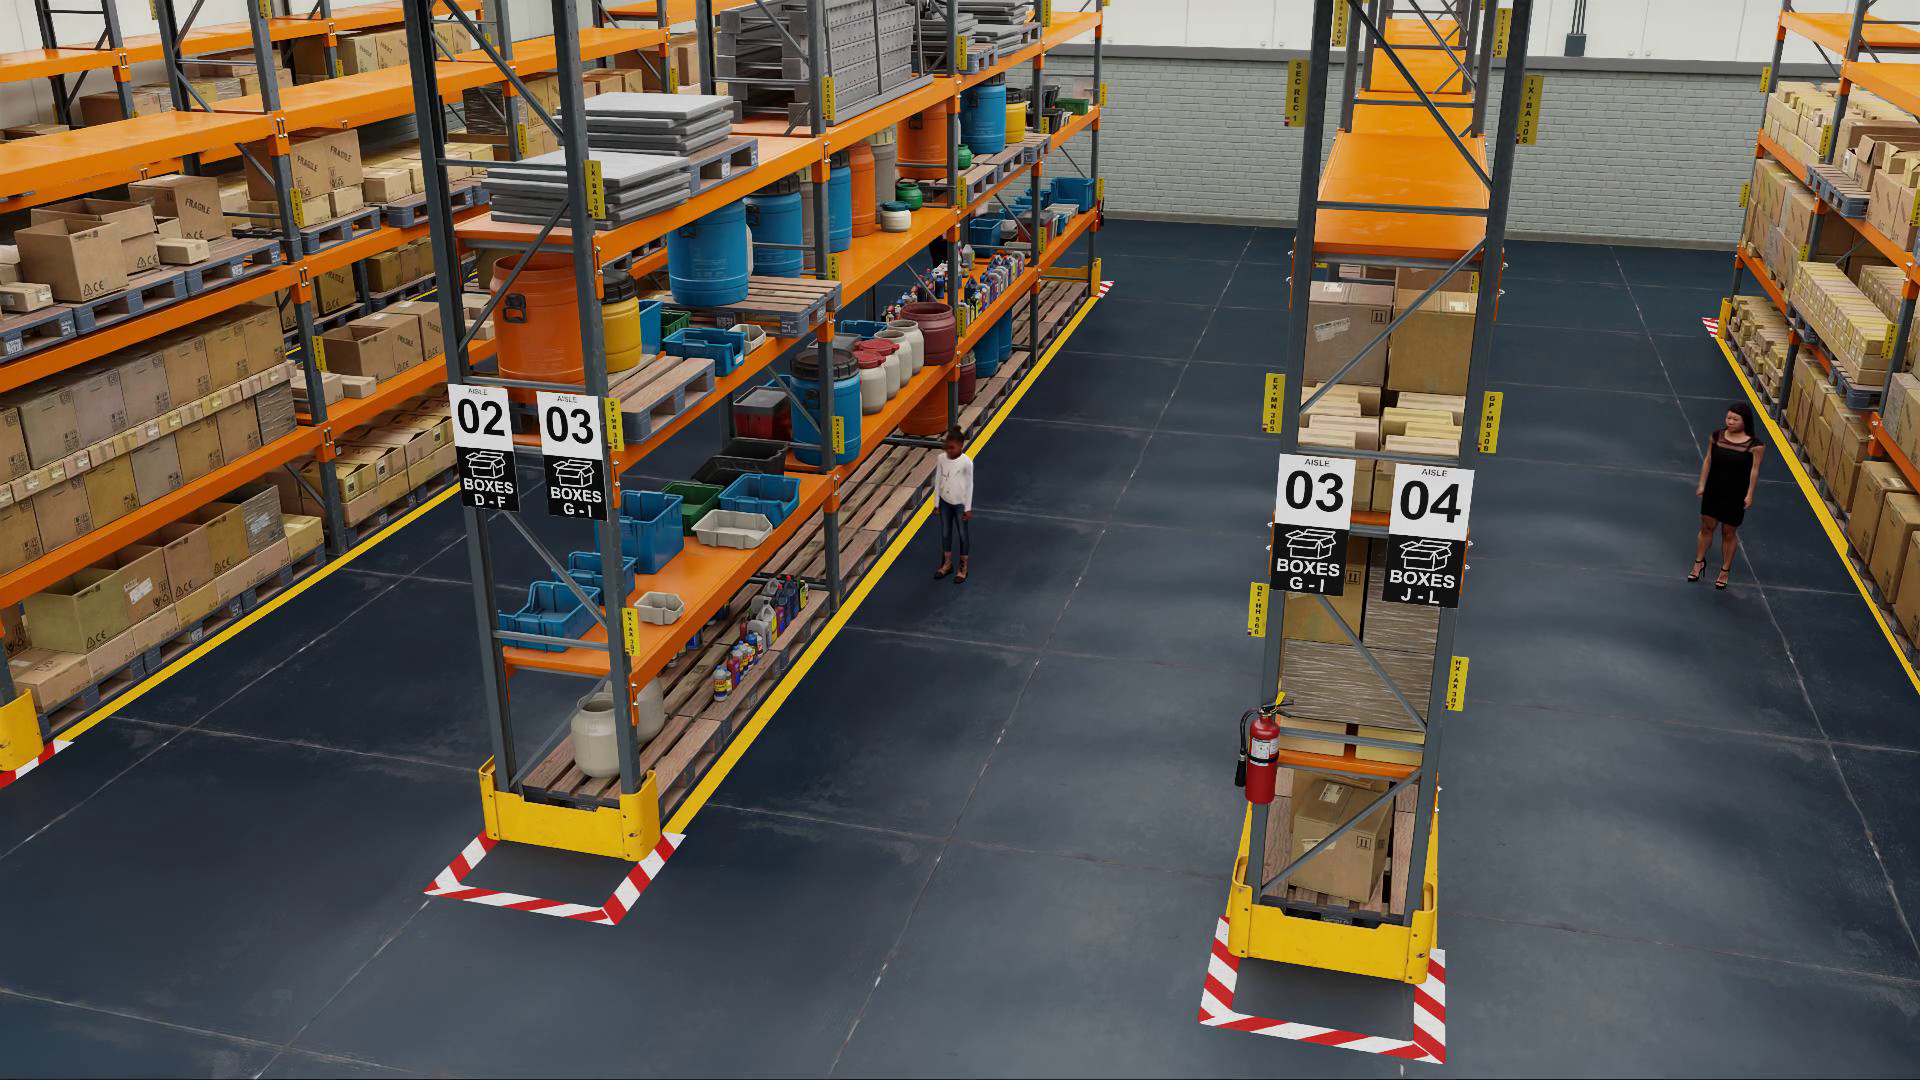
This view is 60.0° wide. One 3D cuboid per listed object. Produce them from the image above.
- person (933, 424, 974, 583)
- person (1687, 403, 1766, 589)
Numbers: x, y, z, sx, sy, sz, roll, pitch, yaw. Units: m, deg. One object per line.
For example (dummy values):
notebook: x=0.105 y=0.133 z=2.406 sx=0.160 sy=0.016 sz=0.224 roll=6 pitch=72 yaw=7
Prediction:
person: x=-0.049 y=-0.349 z=15.053 sx=0.565 sy=1.464 sz=0.532 roll=11 pitch=25 yaw=25
person: x=6.842 y=-0.407 z=14.859 sx=0.771 sy=1.718 sz=0.758 roll=-20 pitch=30 yaw=-41
